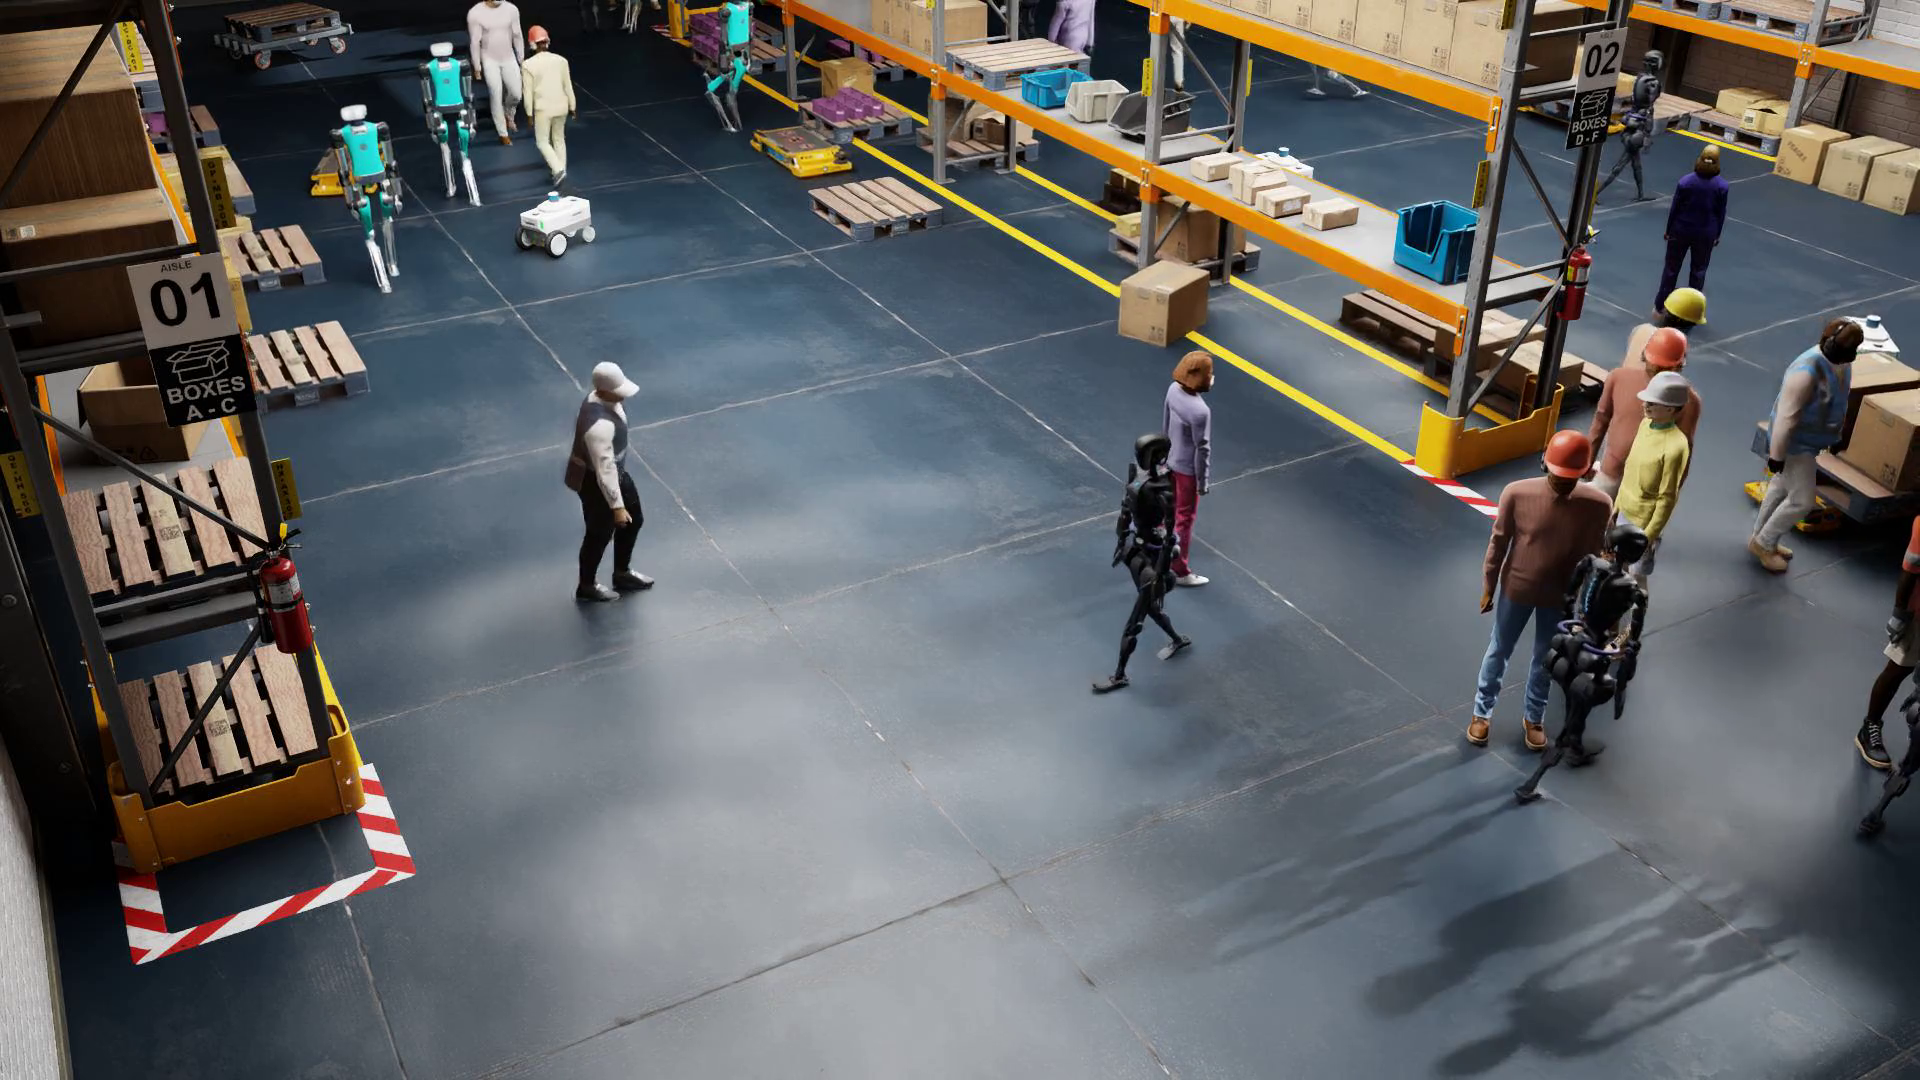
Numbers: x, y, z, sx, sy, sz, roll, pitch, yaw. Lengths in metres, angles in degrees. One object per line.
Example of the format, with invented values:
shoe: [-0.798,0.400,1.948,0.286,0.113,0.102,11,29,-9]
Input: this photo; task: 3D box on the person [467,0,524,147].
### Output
person: [-5.425,-5.617,19.538,0.667,1.917,0.498,-17,34,-27]

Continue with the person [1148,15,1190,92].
person: [2.746,-6.779,21.622,0.597,1.861,0.927,-5,30,-9]

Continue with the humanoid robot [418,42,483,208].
humanoid robot: [-5.432,-4.462,17.719,0.536,1.774,0.843,-11,32,-18]

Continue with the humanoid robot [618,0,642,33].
humanoid robot: [-4.923,-8.402,24.563,0.553,1.799,0.669,19,35,30]

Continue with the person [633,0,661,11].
person: [-4.945,-9.174,25.798,0.632,1.846,0.429,-14,33,-23]

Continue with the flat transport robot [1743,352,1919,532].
flat transport robot: [6.508,-0.359,12.035,1.431,0.231,0.659,-7,31,-13]

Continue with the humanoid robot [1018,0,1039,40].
humanoid robot: [0.969,-7.712,23.414,0.370,1.647,0.589,10,31,17]

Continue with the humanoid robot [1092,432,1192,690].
humanoid robot: [1.115,0.093,9.877,0.779,1.628,0.584,-13,32,-22]

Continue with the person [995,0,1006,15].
person: [0.677,-9.001,25.511,0.474,1.834,0.532,1,30,1]

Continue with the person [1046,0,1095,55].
person: [1.292,-6.157,20.535,0.976,1.860,0.643,20,35,31]

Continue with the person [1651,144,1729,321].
person: [6.507,-2.717,14.775,0.463,1.623,0.336,10,31,17]

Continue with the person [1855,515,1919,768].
person: [5.363,0.384,9.050,0.603,1.958,0.372,0,30,-1]

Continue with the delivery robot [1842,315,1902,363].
delivery robot: [7.539,-1.564,13.853,0.499,0.602,0.795,6,30,10]

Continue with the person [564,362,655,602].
person: [-2.255,-0.354,10.568,0.616,1.718,0.763,0,30,0]

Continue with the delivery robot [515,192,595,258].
delivery robot: [-4.047,-3.180,16.653,0.499,0.589,0.782,19,35,29]

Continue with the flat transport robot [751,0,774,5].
flat transport robot: [-2.678,-8.802,26.732,1.431,0.231,0.659,-16,34,-26]

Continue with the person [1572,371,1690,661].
person: [4.111,-0.147,10.040,0.385,1.892,0.472,-4,30,-7]

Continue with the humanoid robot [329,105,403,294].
humanoid robot: [-5.534,-3.251,15.618,0.554,1.771,0.921,-12,32,-20]

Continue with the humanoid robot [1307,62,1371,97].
humanoid robot: [4.788,-6.439,21.170,1.039,1.739,0.562,1,30,2]

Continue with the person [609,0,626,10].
person: [-5.373,-9.251,26.078,0.581,1.694,0.874,17,34,27]

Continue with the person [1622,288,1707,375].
person: [4.598,-0.804,11.172,0.462,1.895,0.622,-6,30,-10]

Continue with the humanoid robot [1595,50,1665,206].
humanoid robot: [7.158,-4.364,17.643,0.799,1.626,0.599,1,30,3]

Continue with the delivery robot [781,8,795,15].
delivery robot: [-2.465,-8.471,25.880,0.794,0.606,0.499,-5,30,-9]

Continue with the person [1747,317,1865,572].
person: [5.561,-0.630,10.948,0.664,1.816,0.472,-26,39,-38]

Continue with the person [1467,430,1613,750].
person: [3.199,0.284,9.187,0.622,1.989,0.398,6,30,10]

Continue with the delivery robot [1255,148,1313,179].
delivery robot: [3.464,-3.937,17.976,0.499,0.595,0.792,-17,34,-27]

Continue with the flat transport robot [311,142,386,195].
flat transport robot: [-6.821,-4.171,18.670,0.659,0.231,1.431,-4,30,-7]

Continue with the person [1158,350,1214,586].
person: [1.480,-0.476,10.865,0.283,1.631,0.501,-10,31,-17]

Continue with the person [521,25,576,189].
person: [-4.445,-4.700,18.131,0.593,1.724,0.623,-23,37,-34]

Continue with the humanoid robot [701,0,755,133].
humanoid robot: [-2.809,-5.674,19.912,0.743,1.873,0.530,20,35,30]

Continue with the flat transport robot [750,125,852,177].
flat transport robot: [-1.857,-4.517,19.273,0.659,0.231,1.431,-15,33,-25]

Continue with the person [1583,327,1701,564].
person: [4.290,-0.477,10.528,0.639,1.969,0.722,24,38,35]

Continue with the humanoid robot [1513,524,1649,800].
humanoid robot: [3.346,0.643,8.934,0.728,1.638,0.588,-13,32,-21]

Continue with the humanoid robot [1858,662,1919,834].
humanoid robot: [5.043,0.890,8.439,0.395,1.634,0.587,-16,33,-25]

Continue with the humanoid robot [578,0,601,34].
humanoid robot: [-5.528,-8.306,24.463,0.612,1.649,0.306,-12,32,-20]

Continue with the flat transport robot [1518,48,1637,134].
flat transport robot: [7.663,-5.327,20.683,0.659,0.231,1.431,-15,33,-25]
